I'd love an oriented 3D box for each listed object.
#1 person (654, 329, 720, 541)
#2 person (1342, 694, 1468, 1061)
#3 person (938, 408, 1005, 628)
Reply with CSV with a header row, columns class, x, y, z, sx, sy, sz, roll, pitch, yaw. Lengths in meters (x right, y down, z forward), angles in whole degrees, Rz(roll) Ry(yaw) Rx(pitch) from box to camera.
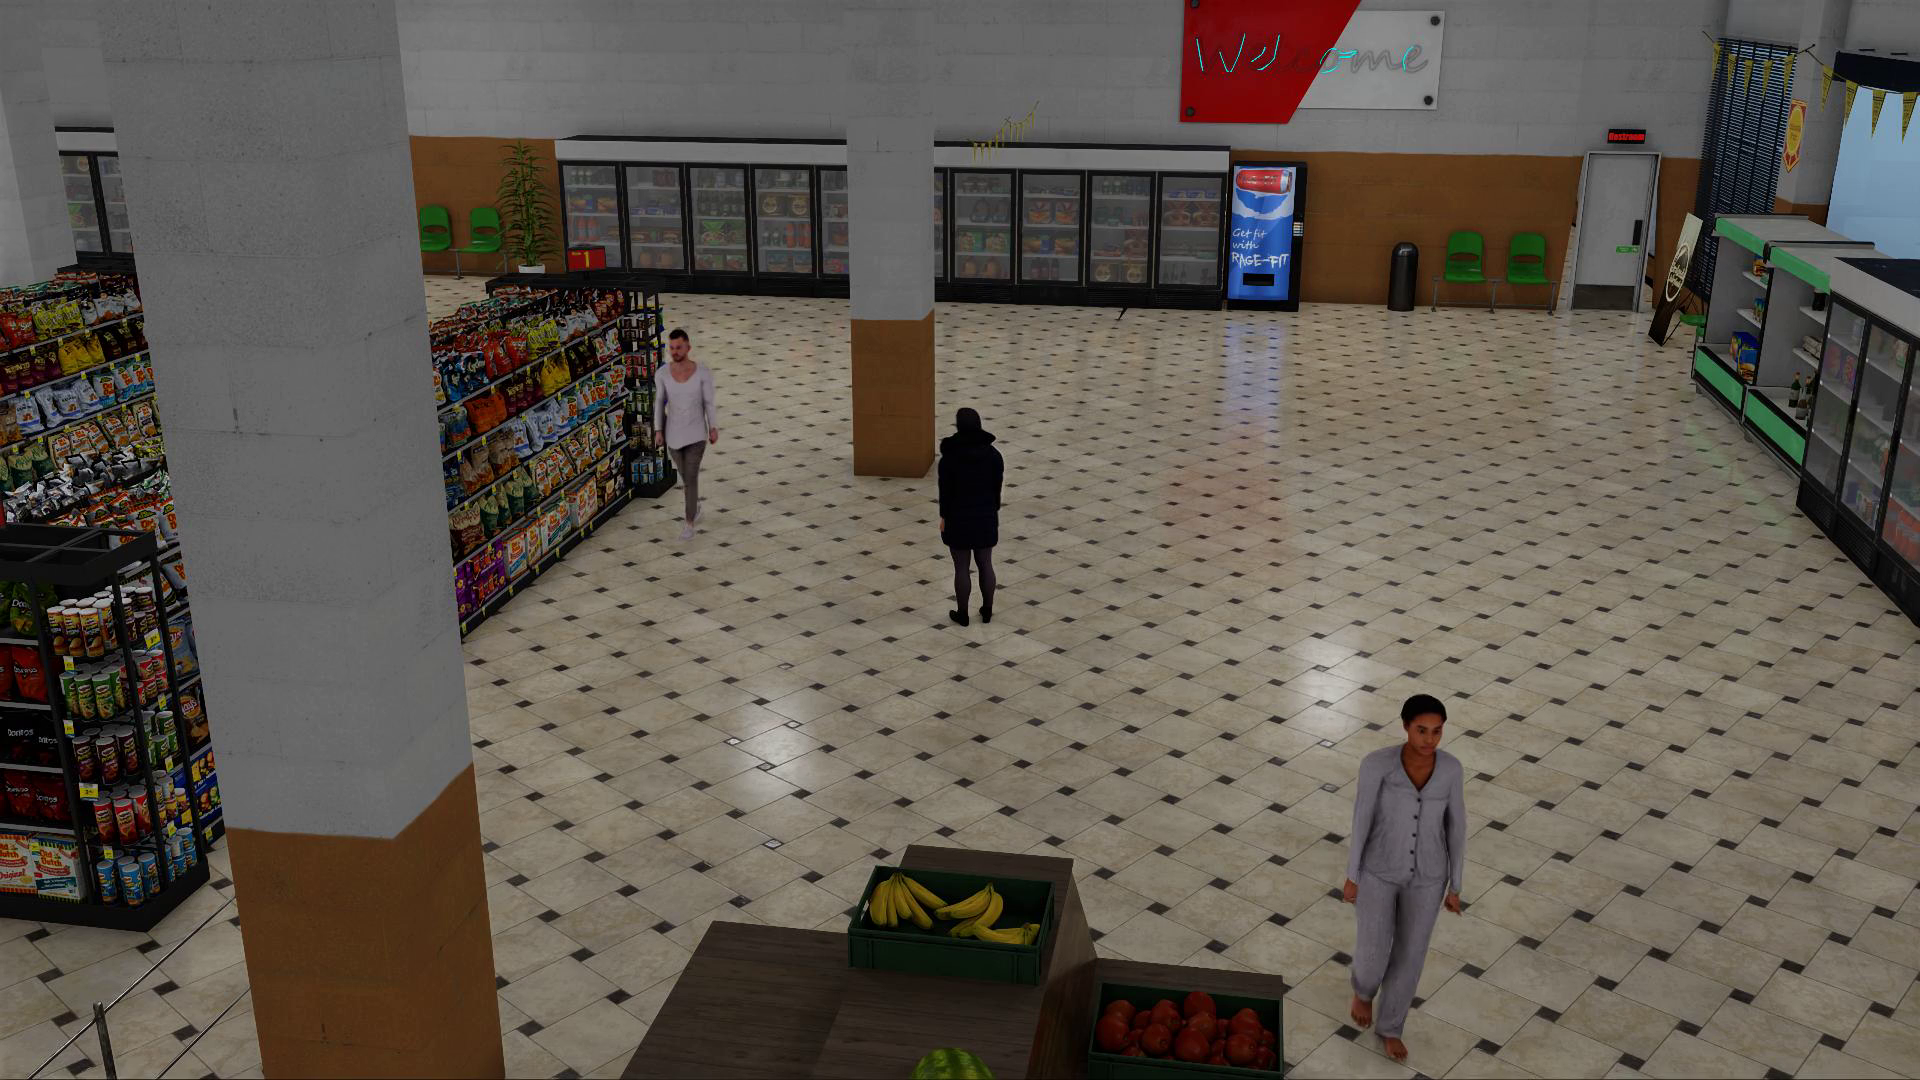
class,x,y,z,sx,sy,sz,roll,pitch,yaw
person,-2.373,-0.948,14.501,0.681,1.792,1.134,2,19,7
person,1.958,1.480,7.482,0.717,1.676,0.739,1,19,1
person,0.082,-0.171,12.387,0.779,1.672,0.799,-6,20,-17
